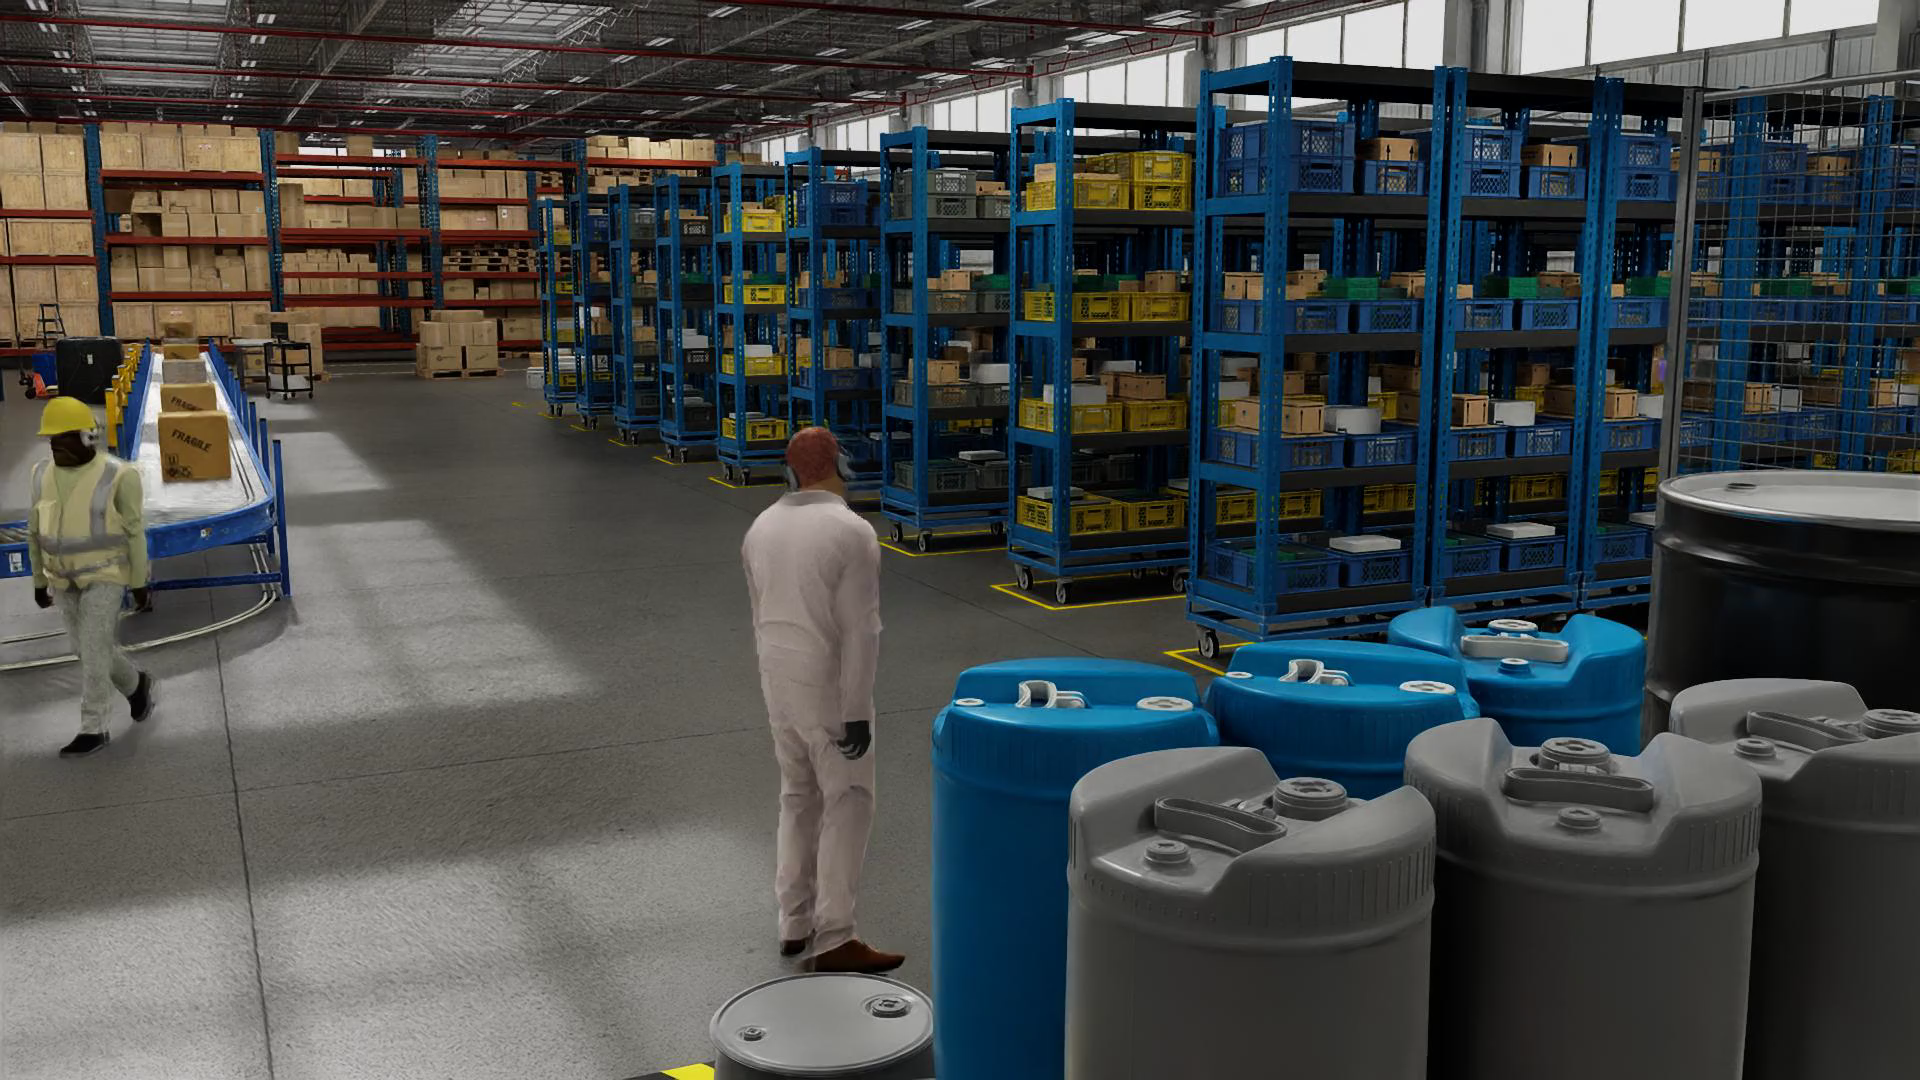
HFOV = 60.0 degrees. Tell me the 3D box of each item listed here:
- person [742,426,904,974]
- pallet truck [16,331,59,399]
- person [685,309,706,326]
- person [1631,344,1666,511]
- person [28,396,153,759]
[{"bbox_3d":[-0.480,0.547,5.831,0.473,1.870,0.751,-9,13,-43],"label":"person"},{"bbox_3d":[-17.082,-3.353,31.781,1.630,1.274,0.653,-4,10,-25],"label":"pallet truck"},{"bbox_3d":[-6.747,-5.495,43.058,0.619,1.955,0.953,7,11,37],"label":"person"},{"bbox_3d":[6.769,-1.153,16.595,0.586,1.790,0.981,-2,9,-10],"label":"person"},{"bbox_3d":[-4.425,0.152,8.509,0.600,1.802,0.805,1,9,9],"label":"person"}]
